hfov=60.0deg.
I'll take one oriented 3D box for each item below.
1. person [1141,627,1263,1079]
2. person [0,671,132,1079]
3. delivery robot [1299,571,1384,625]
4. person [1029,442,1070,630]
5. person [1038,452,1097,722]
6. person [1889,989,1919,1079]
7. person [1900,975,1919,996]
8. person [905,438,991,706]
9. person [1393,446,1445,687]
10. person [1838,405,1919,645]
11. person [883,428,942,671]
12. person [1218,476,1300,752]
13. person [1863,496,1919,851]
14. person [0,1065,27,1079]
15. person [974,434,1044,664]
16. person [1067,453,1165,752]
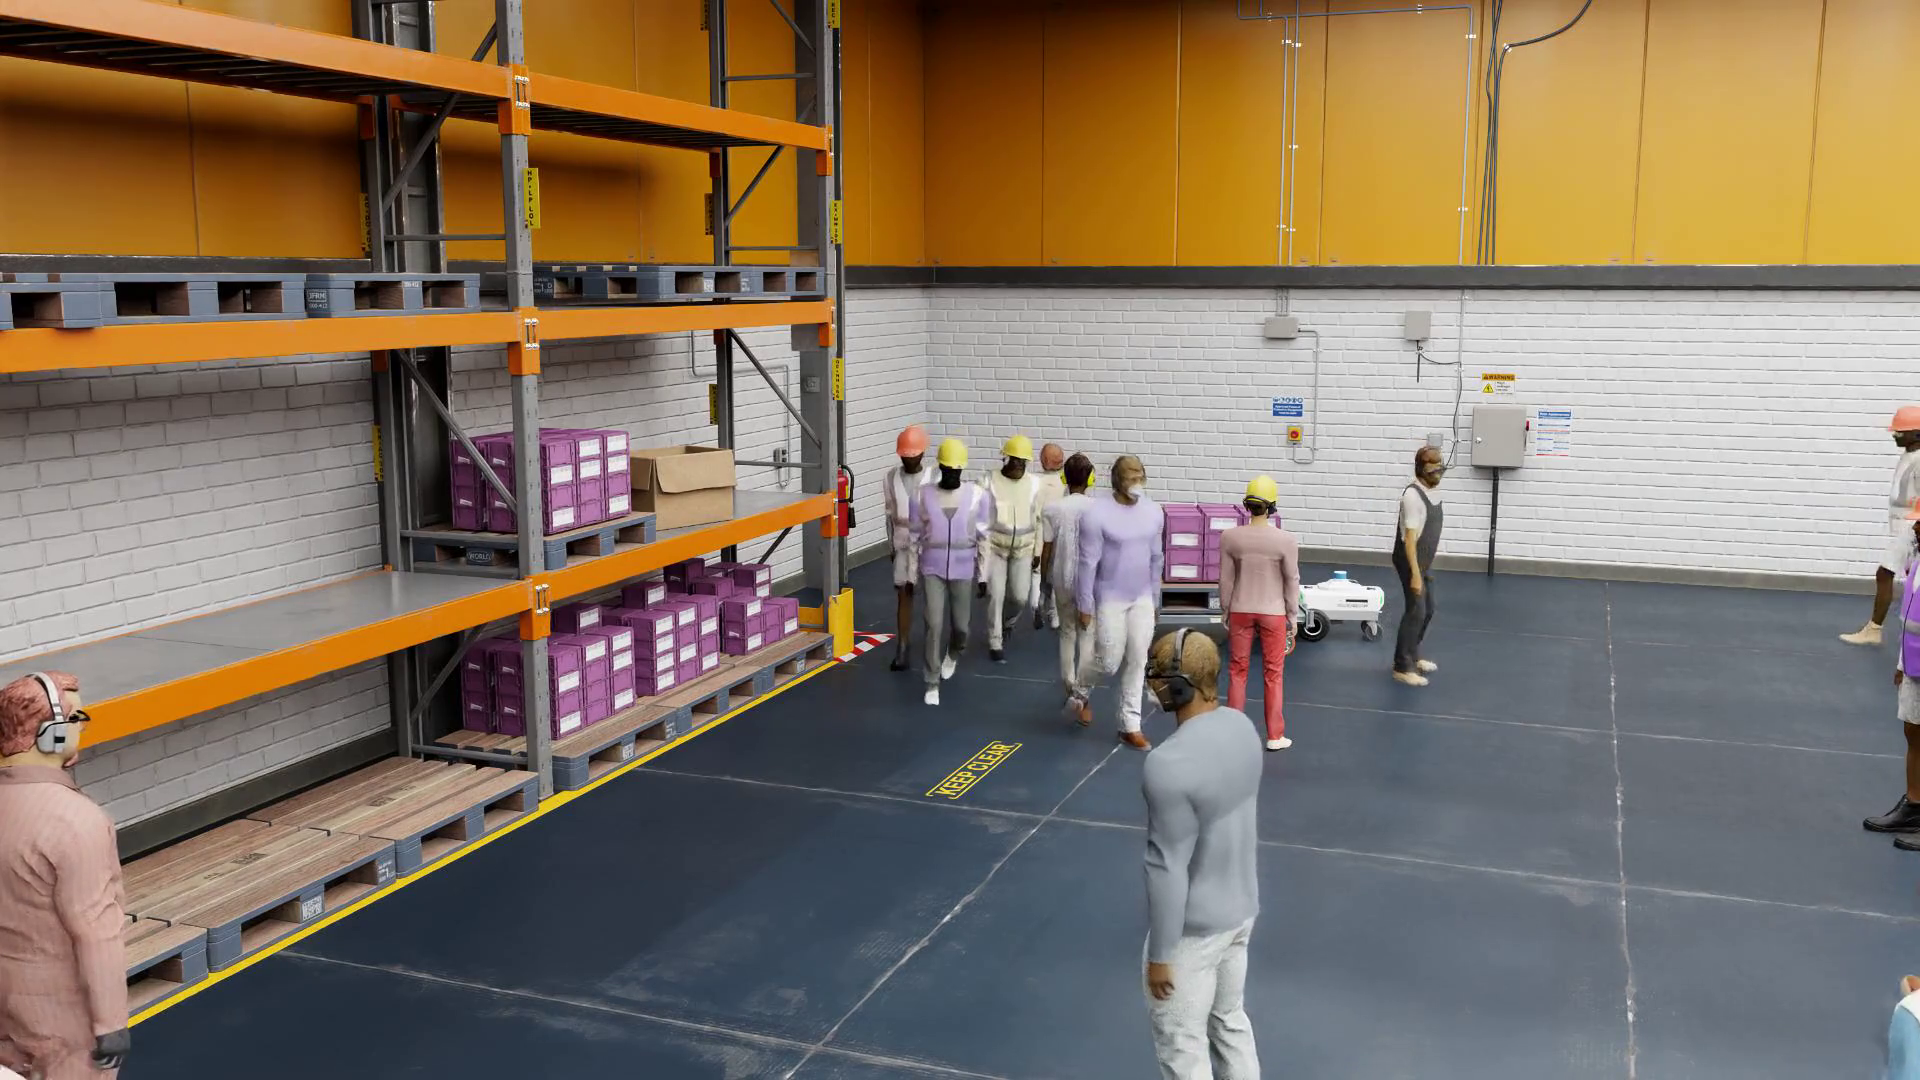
[{"bbox_3d":[0.764,1.231,5.378,0.380,1.927,0.635,7,11,36],"label":"person"},{"bbox_3d":[-2.647,1.320,4.883,0.639,1.900,0.404,4,10,25],"label":"person"},{"bbox_3d":[3.174,0.504,13.911,0.707,0.478,0.477,1,9,6],"label":"delivery robot"},{"bbox_3d":[0.766,-0.010,14.089,0.521,1.623,0.563,1,9,6],"label":"person"},{"bbox_3d":[0.800,0.329,11.327,0.557,1.838,0.830,1,9,8],"label":"person"},{"bbox_3d":[2.456,1.607,4.010,0.508,1.594,0.875,0,9,0],"label":"person"},{"bbox_3d":[3.937,1.084,6.201,0.615,1.950,0.981,-4,10,-25],"label":"person"},{"bbox_3d":[-0.095,0.193,11.977,0.615,1.898,0.723,0,9,-2],"label":"person"},{"bbox_3d":[3.393,0.190,12.273,0.426,1.800,0.662,6,11,34],"label":"person"},{"bbox_3d":[7.786,-0.095,13.463,0.986,2.006,0.619,3,10,19],"label":"person"},{"bbox_3d":[-0.329,0.047,12.969,0.563,1.882,1.020,2,9,12],"label":"person"},{"bbox_3d":[1.907,0.471,10.621,0.524,1.769,0.308,4,10,23],"label":"person"},{"bbox_3d":[5.117,0.675,8.798,0.363,1.939,0.542,0,9,2],"label":"person"},{"bbox_3d":[-1.911,1.653,3.062,0.652,1.807,0.791,2,9,11],"label":"person"},{"bbox_3d":[0.360,0.049,13.146,0.622,1.803,0.578,-2,9,-11],"label":"person"},{"bbox_3d":[1.004,0.379,10.744,0.630,1.920,0.658,-5,10,-29],"label":"person"}]
